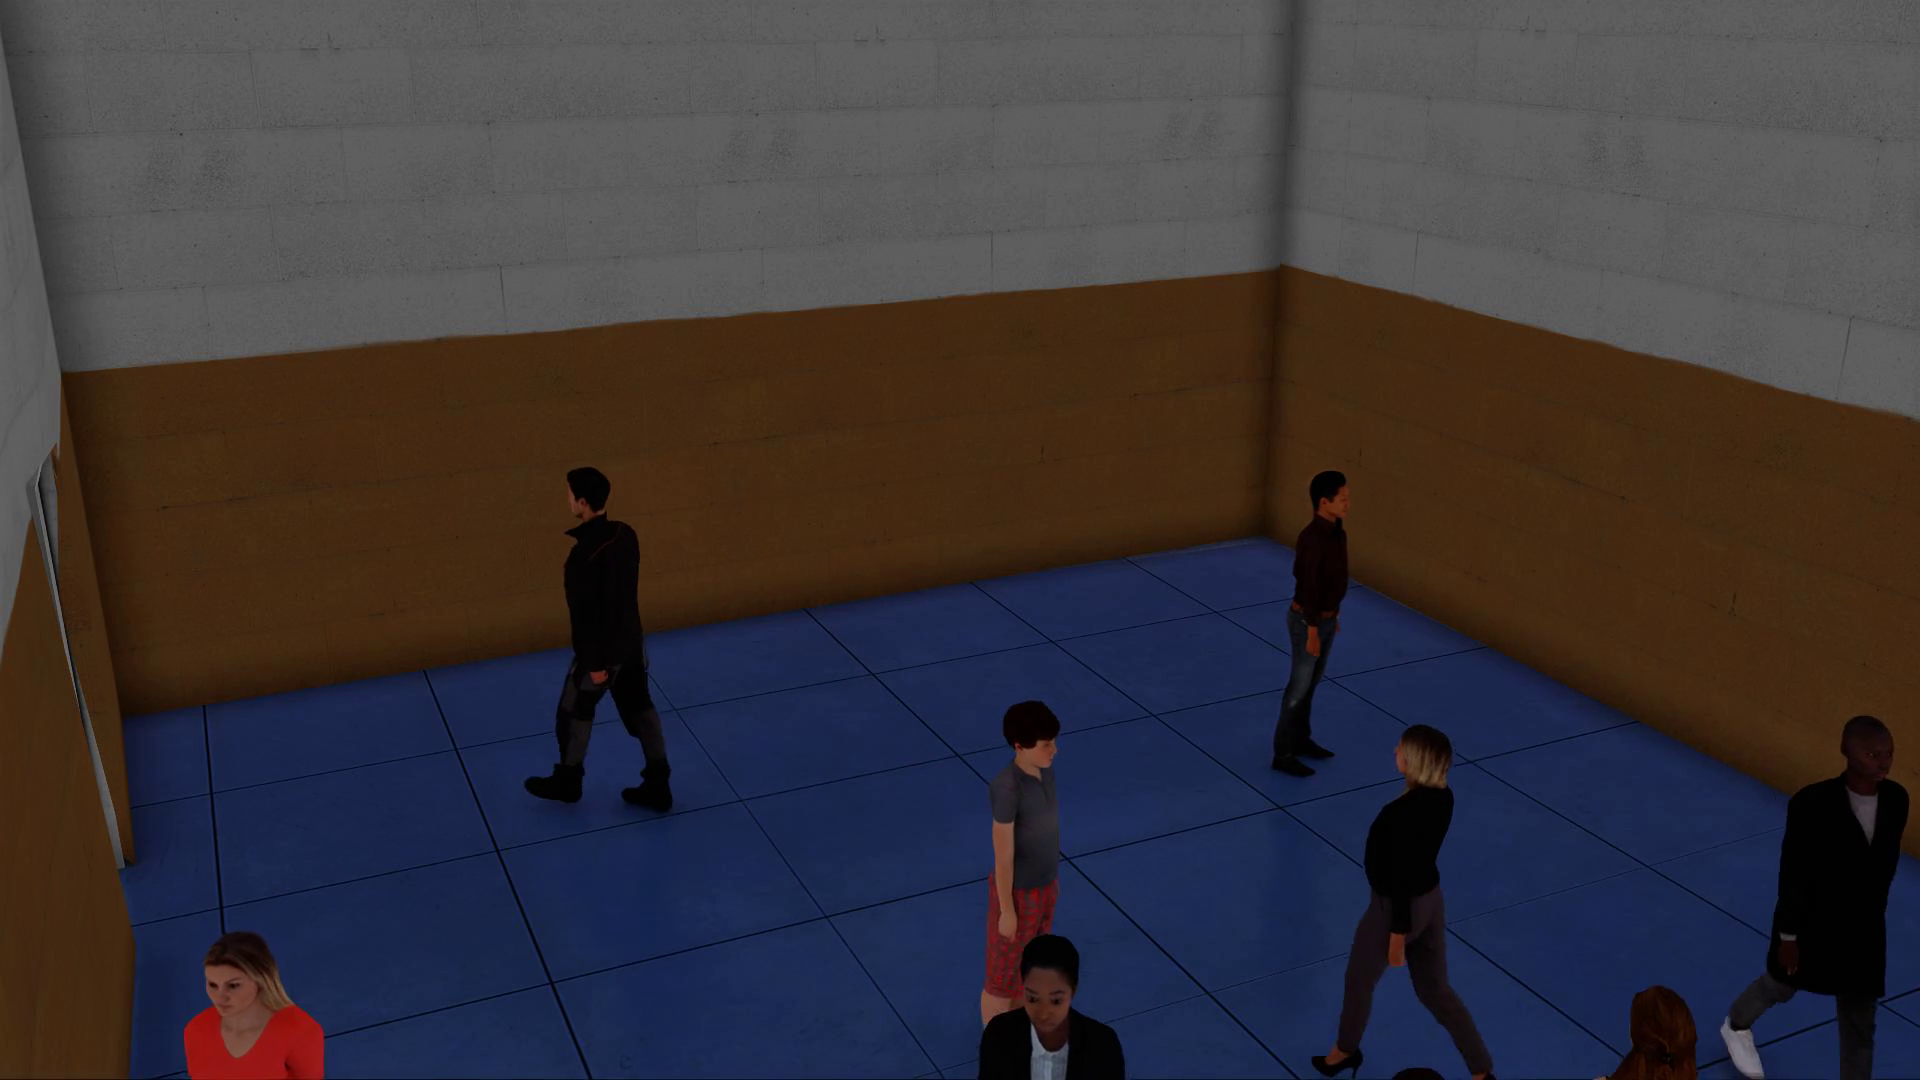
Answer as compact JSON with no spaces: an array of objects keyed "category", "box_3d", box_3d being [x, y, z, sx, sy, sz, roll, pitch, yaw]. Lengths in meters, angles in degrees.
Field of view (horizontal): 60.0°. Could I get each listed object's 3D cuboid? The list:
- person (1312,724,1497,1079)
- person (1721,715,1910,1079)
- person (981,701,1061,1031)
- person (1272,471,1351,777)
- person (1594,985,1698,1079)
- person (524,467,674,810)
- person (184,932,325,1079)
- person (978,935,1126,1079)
[{"category":"person","box_3d":[1.815,1.524,6.444,0.942,1.634,1.061,16,24,39]},{"category":"person","box_3d":[3.321,1.466,6.489,1.200,1.715,1.011,-1,19,-4]},{"category":"person","box_3d":[0.250,1.412,6.732,0.727,1.650,0.634,10,21,27]},{"category":"person","box_3d":[1.980,0.461,9.376,0.769,1.776,0.653,12,22,31]},{"category":"person","box_3d":[1.972,2.089,4.833,1.007,1.594,0.956,3,19,8]},{"category":"person","box_3d":[-1.784,0.569,8.834,1.187,1.916,1.111,6,19,17]},{"category":"person","box_3d":[-2.100,1.945,5.102,0.621,1.694,0.725,2,19,5]},{"category":"person","box_3d":[0.289,1.932,5.000,1.127,1.783,1.027,2,19,5]}]
